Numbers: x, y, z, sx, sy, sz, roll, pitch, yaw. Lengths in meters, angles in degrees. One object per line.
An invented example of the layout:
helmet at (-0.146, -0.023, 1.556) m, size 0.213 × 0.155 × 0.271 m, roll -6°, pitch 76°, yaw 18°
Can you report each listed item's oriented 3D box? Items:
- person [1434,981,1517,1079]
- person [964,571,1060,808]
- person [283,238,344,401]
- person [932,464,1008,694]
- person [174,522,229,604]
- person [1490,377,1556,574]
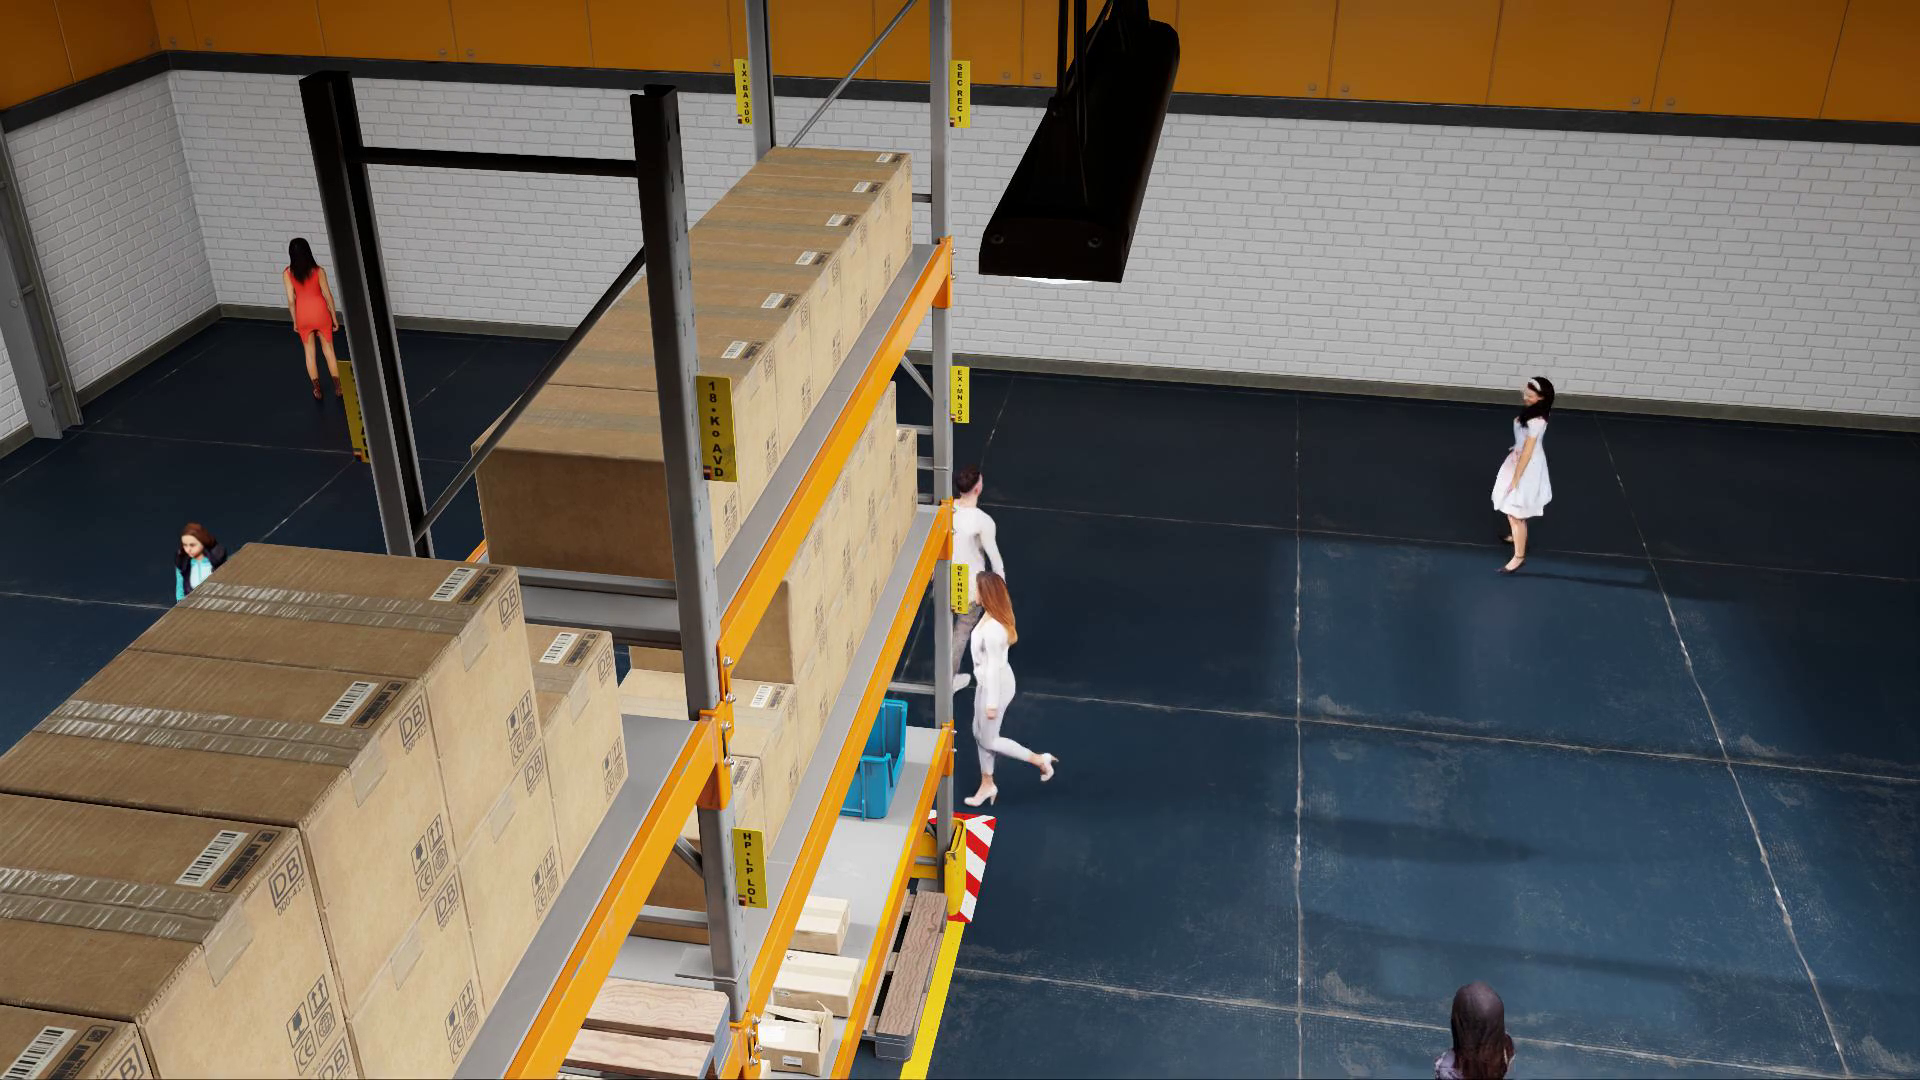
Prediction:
person at (2.413, 2.798, 7.804) m, size 1.020 × 1.665 × 1.173 m, roll -14°, pitch 31°, yaw -23°
person at (0.311, 1.024, 10.981) m, size 0.806 × 1.738 × 0.884 m, roll -3°, pitch 29°, yaw -5°
person at (-6.627, -2.270, 17.039) m, size 0.669 × 1.719 × 0.664 m, roll -8°, pitch 30°, yaw -15°
person at (-0.003, 0.319, 12.200) m, size 1.034 × 1.807 × 1.163 m, roll 25°, pitch 37°, yaw 38°
person at (-5.435, 0.503, 12.217) m, size 0.666 × 1.468 × 0.907 m, roll 0°, pitch 29°, yaw 0°
person at (4.707, -0.540, 13.798) m, size 0.985 × 1.785 × 0.750 m, roll 16°, pitch 33°, yaw 27°
